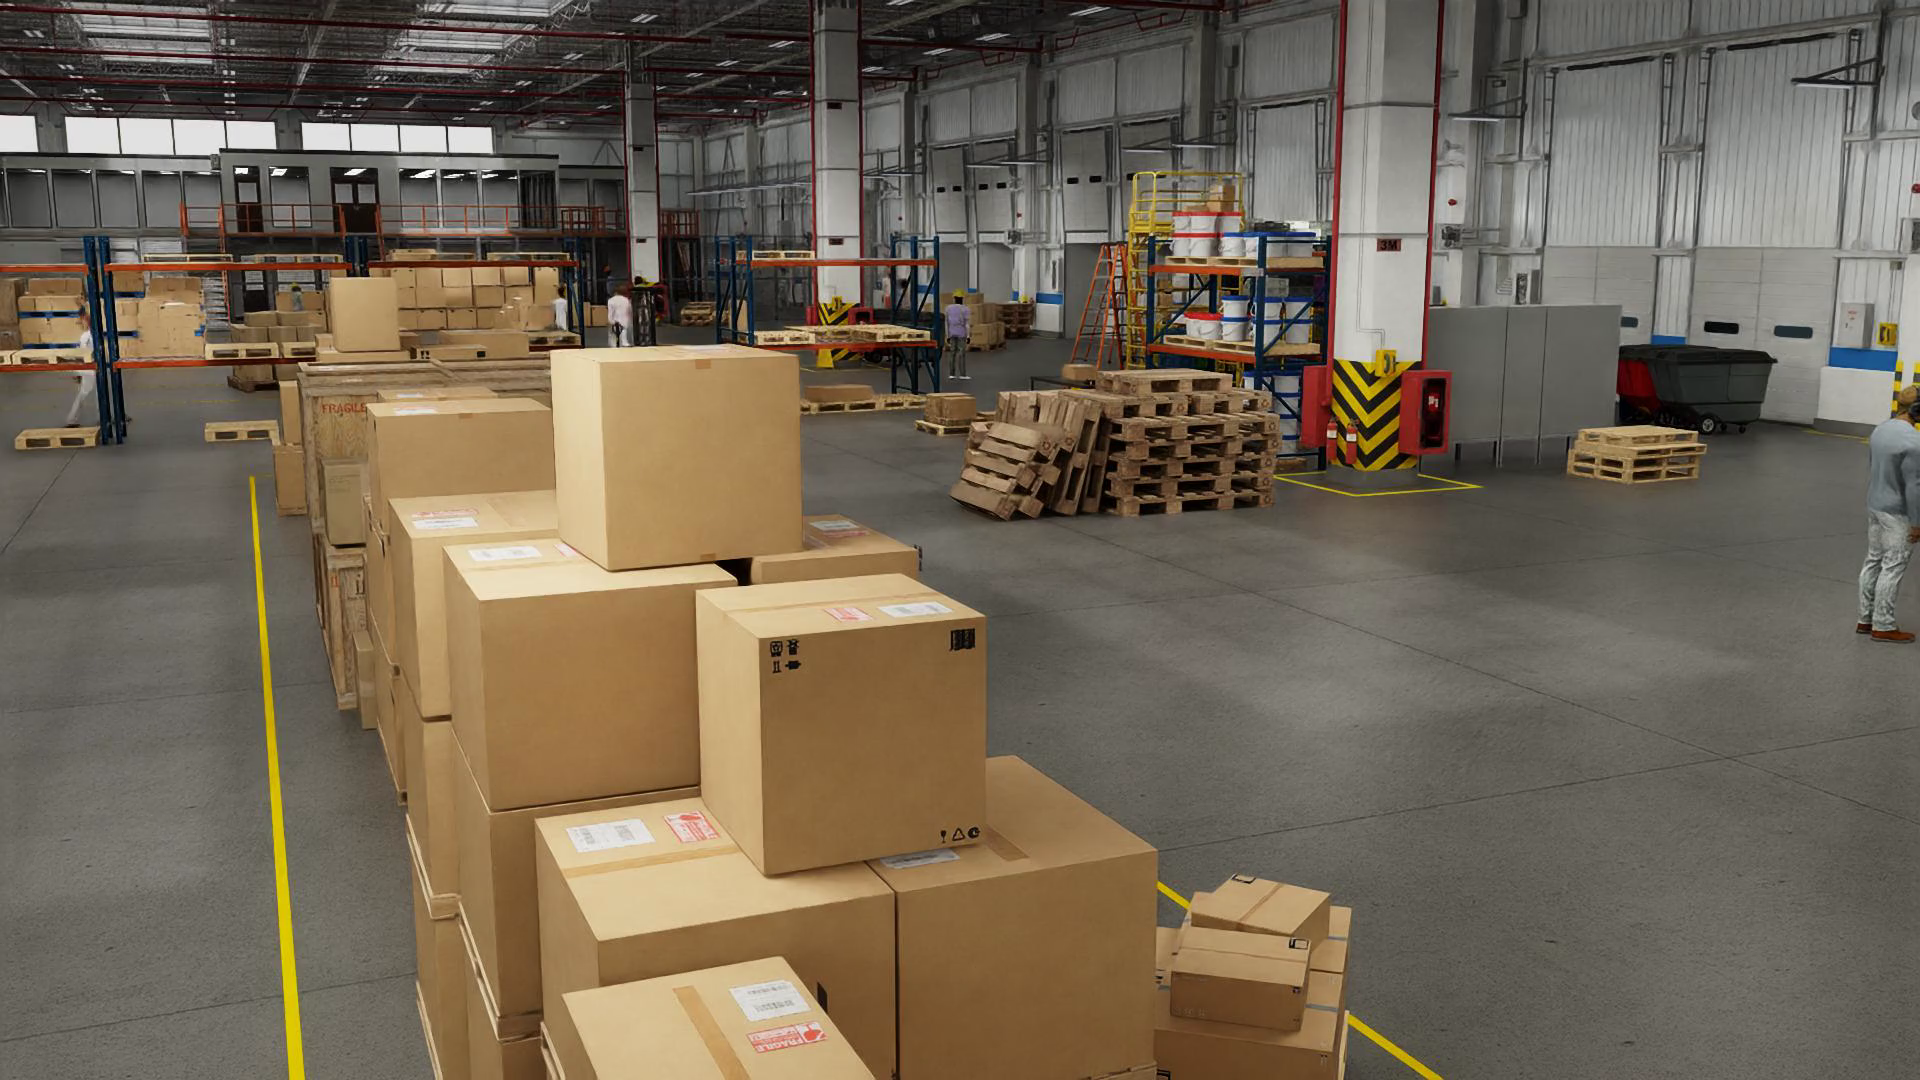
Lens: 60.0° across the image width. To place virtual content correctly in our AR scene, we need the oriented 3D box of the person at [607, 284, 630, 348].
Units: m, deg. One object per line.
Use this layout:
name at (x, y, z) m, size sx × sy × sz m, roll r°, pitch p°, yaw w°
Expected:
person at (-8.013, -5.018, 38.966) m, size 0.626 × 1.921 × 0.584 m, roll -10°, pitch 14°, yaw -44°

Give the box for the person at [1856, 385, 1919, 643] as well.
person at (6.966, -0.192, 12.379) m, size 0.384 × 1.930 × 0.634 m, roll 0°, pitch 10°, yaw 1°

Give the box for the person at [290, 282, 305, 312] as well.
person at (-19.423, -6.710, 48.808) m, size 0.498 × 1.740 × 0.319 m, roll 6°, pitch 12°, yaw 30°

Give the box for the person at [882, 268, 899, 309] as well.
person at (-2.464, -8.657, 58.986) m, size 0.621 × 1.953 × 0.976 m, roll -2°, pitch 10°, yaw -10°

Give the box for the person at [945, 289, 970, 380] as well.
person at (-0.035, -4.372, 35.412) m, size 0.590 × 1.927 × 0.367 m, roll 6°, pitch 12°, yaw 29°

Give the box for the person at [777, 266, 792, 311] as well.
person at (-7.310, -10.477, 69.146) m, size 0.629 × 1.889 × 1.011 m, roll -5°, pitch 11°, yaw -24°

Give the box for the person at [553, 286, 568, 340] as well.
person at (-9.550, -5.175, 40.050) m, size 0.519 × 1.858 × 0.381 m, roll 5°, pitch 11°, yaw 24°

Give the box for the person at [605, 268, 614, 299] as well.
person at (-13.280, -9.391, 63.059) m, size 0.376 × 1.933 × 0.544 m, roll -1°, pitch 10°, yaw -7°

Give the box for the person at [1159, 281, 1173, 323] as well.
person at (5.243, -5.610, 42.234) m, size 0.366 × 1.926 × 0.593 m, roll 4°, pitch 11°, yaw 22°

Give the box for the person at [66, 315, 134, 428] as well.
person at (-13.569, -2.617, 26.036) m, size 1.041 × 1.819 × 0.588 m, roll -10°, pitch 14°, yaw -44°

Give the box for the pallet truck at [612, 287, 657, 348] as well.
pallet truck at (-6.464, -4.406, 35.401) m, size 0.823 × 1.965 × 1.885 m, roll 6°, pitch 12°, yaw 32°

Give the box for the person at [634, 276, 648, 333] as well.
person at (-9.986, -7.314, 51.901) m, size 0.431 × 1.835 × 0.624 m, roll 3°, pitch 11°, yaw 17°

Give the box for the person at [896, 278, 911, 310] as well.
person at (-1.675, -6.888, 49.552) m, size 0.659 × 1.828 × 0.638 m, roll 5°, pitch 12°, yaw 27°

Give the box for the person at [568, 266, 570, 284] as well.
person at (-16.813, -10.964, 71.865) m, size 0.354 × 1.881 × 0.576 m, roll -7°, pitch 12°, yaw -34°
